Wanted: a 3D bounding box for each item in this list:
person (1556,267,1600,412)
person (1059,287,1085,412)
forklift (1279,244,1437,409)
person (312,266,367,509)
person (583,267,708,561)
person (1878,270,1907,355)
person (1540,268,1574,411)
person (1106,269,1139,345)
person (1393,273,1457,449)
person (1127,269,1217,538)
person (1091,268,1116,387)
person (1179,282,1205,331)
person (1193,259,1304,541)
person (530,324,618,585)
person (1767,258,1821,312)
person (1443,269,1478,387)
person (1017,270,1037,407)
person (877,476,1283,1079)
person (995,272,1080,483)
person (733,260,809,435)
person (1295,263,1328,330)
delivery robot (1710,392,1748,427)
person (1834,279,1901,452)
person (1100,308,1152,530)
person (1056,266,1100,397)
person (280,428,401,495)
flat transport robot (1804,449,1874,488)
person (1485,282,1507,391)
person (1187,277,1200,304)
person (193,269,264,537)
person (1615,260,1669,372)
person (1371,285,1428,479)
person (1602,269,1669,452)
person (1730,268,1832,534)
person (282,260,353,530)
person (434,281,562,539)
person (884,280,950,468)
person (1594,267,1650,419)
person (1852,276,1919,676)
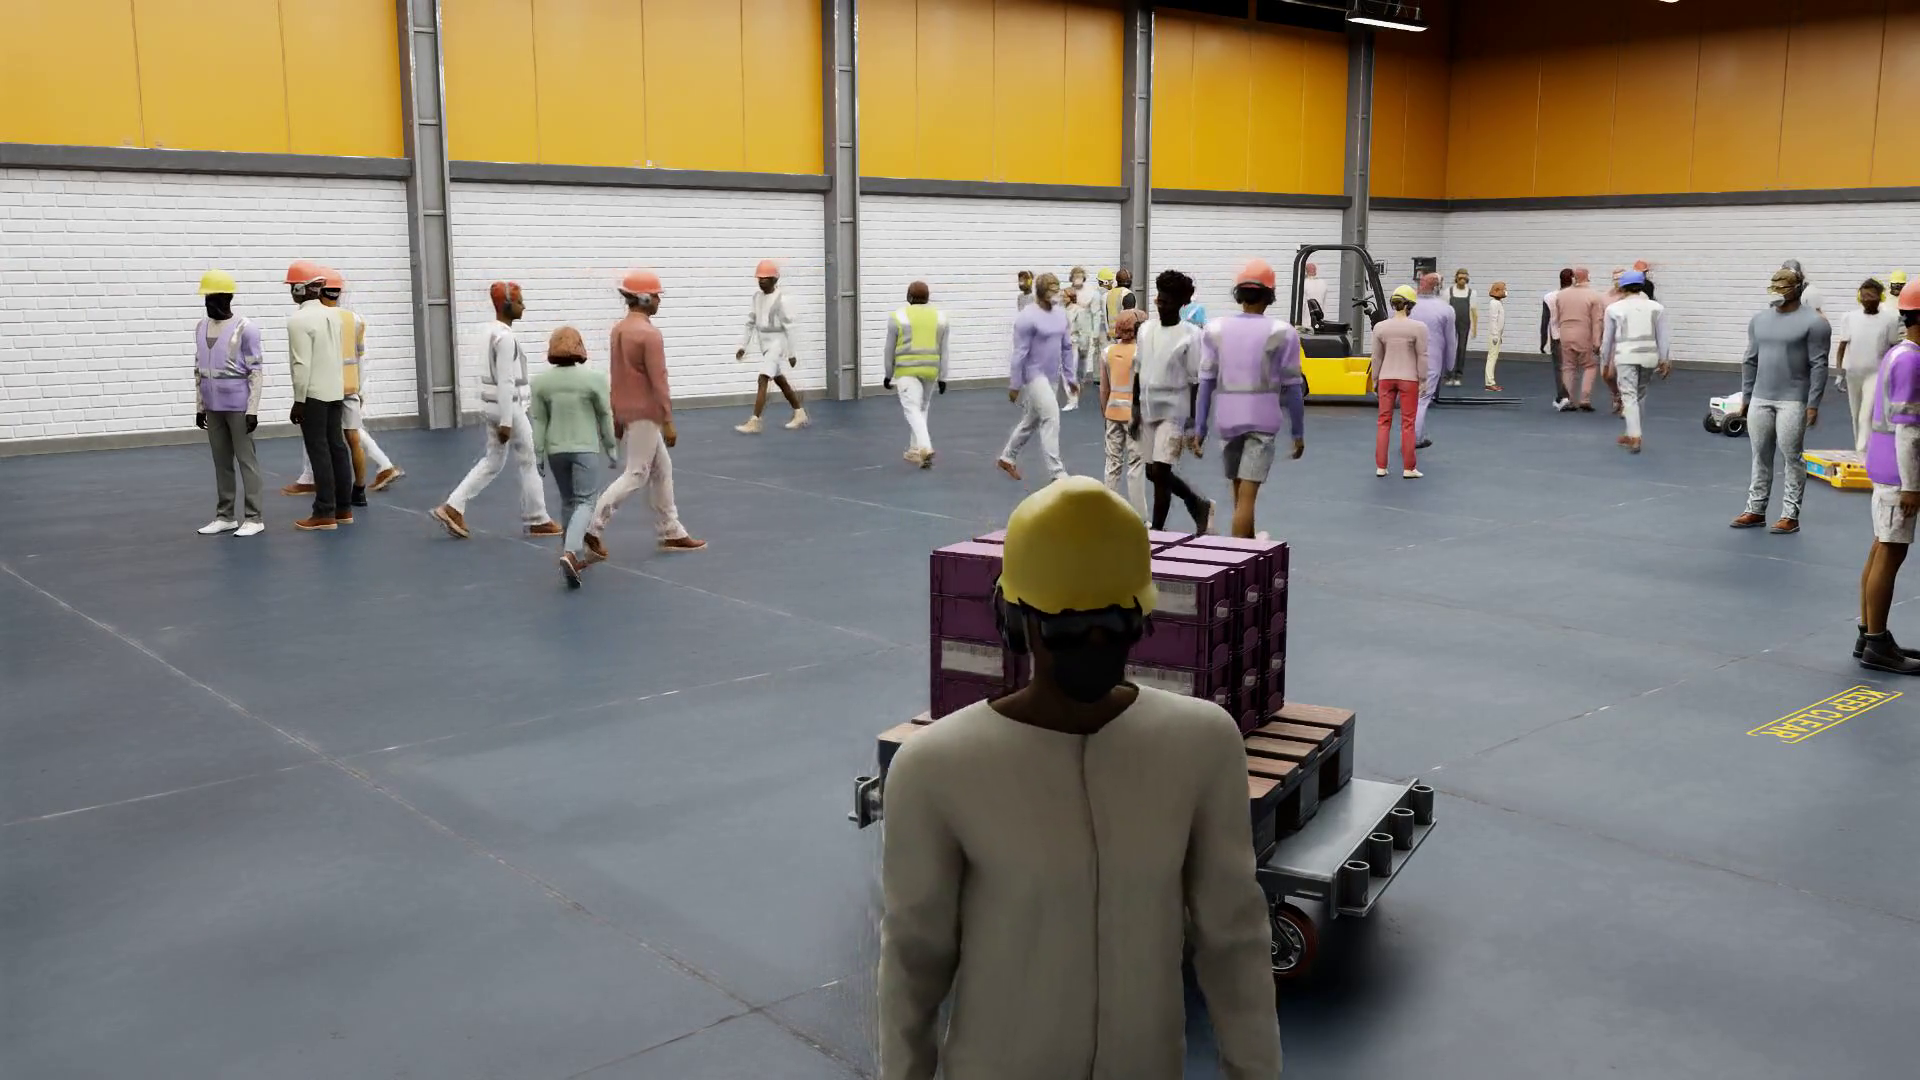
[{"bbox_3d":[8.066,-2.596,21.619,0.495,1.886,0.658,-9,13,-42],"label":"person"},{"bbox_3d":[1.375,-2.469,21.638,0.538,1.623,0.535,-6,11,-31],"label":"person"},{"bbox_3d":[5.256,-2.933,22.661,2.313,2.155,1.214,3,10,16],"label":"forklift"},{"bbox_3d":[-5.005,-1.204,13.289,0.356,1.938,0.545,6,11,31],"label":"person"},{"bbox_3d":[-2.183,-0.839,11.121,0.972,1.966,0.619,-6,11,-31],"label":"person"},{"bbox_3d":[13.000,-2.838,23.189,0.592,1.826,0.403,5,11,25],"label":"person"},{"bbox_3d":[7.982,-2.638,21.900,0.587,1.877,0.965,1,10,4],"label":"person"},{"bbox_3d":[2.292,-2.857,23.248,0.429,1.842,0.633,-4,11,-24],"label":"person"},{"bbox_3d":[4.755,-1.811,17.123,0.667,1.847,0.993,7,12,35],"label":"person"},{"bbox_3d":[1.450,-0.853,11.226,0.765,1.944,0.633,-7,12,-35],"label":"person"},{"bbox_3d":[2.231,-3.263,25.653,0.403,1.833,0.586,-3,10,-16],"label":"person"},{"bbox_3d":[3.071,-2.726,22.981,0.665,1.674,0.546,-9,13,-42],"label":"person"},{"bbox_3d":[1.823,-0.721,10.285,0.636,1.989,1.052,5,11,29],"label":"person"},{"bbox_3d":[-2.429,-0.538,10.361,0.504,1.605,0.757,1,10,7],"label":"person"},{"bbox_3d":[11.283,-2.846,22.599,0.631,2.000,0.695,-7,12,-35],"label":"person"},{"bbox_3d":[7.689,-3.248,25.615,0.551,1.811,0.806,3,10,16],"label":"person"},{"bbox_3d":[0.998,-2.722,22.472,0.592,1.844,0.567,-7,12,-37],"label":"person"},{"bbox_3d":[0.192,0.786,2.248,0.531,1.733,0.838,-4,10,-20],"label":"person"},{"bbox_3d":[0.663,-1.417,14.695,0.998,1.898,0.626,7,12,36],"label":"person"},{"bbox_3d":[-2.144,-2.217,19.124,1.088,1.990,0.616,-8,13,-39],"label":"person"},{"bbox_3d":[5.954,-3.760,28.368,0.645,1.900,0.400,-6,11,-31],"label":"person"},{"bbox_3d":[8.874,-1.498,18.777,0.707,0.478,0.477,0,10,-2],"label":"delivery robot"},{"bbox_3d":[8.407,-1.505,15.435,0.486,1.816,0.959,9,13,42],"label":"person"},{"bbox_3d":[1.244,-0.876,12.236,0.513,1.642,0.311,9,14,44],"label":"person"},{"bbox_3d":[1.661,-2.919,23.515,0.643,1.884,1.050,1,10,6],"label":"person"},{"bbox_3d":[-5.272,-1.285,14.090,0.951,1.835,0.608,-3,10,-15],"label":"person"},{"bbox_3d":[7.995,-0.652,14.930,0.652,0.197,1.431,1,10,8],"label":"flat transport robot"},{"bbox_3d":[8.107,-3.075,25.122,0.280,1.636,0.501,4,11,24],"label":"person"},{"bbox_3d":[3.625,-3.402,26.895,0.530,1.690,0.321,4,10,21],"label":"person"},{"bbox_3d":[-5.303,-0.987,12.042,0.587,1.930,0.360,4,10,21],"label":"person"},{"bbox_3d":[11.963,-3.904,29.065,0.616,1.960,0.956,-6,12,-33],"label":"person"},{"bbox_3d":[4.017,-1.438,15.193,0.523,1.759,0.333,7,12,34],"label":"person"},{"bbox_3d":[7.032,-1.862,17.282,0.615,1.896,0.880,0,10,1],"label":"person"},{"bbox_3d":[6.014,-1.015,12.190,0.355,1.935,0.636,-6,11,-29],"label":"person"},{"bbox_3d":[-4.788,-1.071,12.346,0.395,1.994,0.613,2,10,10],"label":"person"},{"bbox_3d":[-3.309,-0.916,11.857,0.886,1.858,0.578,-6,11,-29],"label":"person"},{"bbox_3d":[-0.391,-1.606,16.059,0.615,1.806,0.932,-5,11,-26],"label":"person"},{"bbox_3d":[8.279,-2.456,20.769,0.738,1.884,0.448,7,12,37],"label":"person"},{"bbox_3d":[4.632,-0.323,8.128,0.371,1.939,0.543,5,11,26],"label":"person"}]
